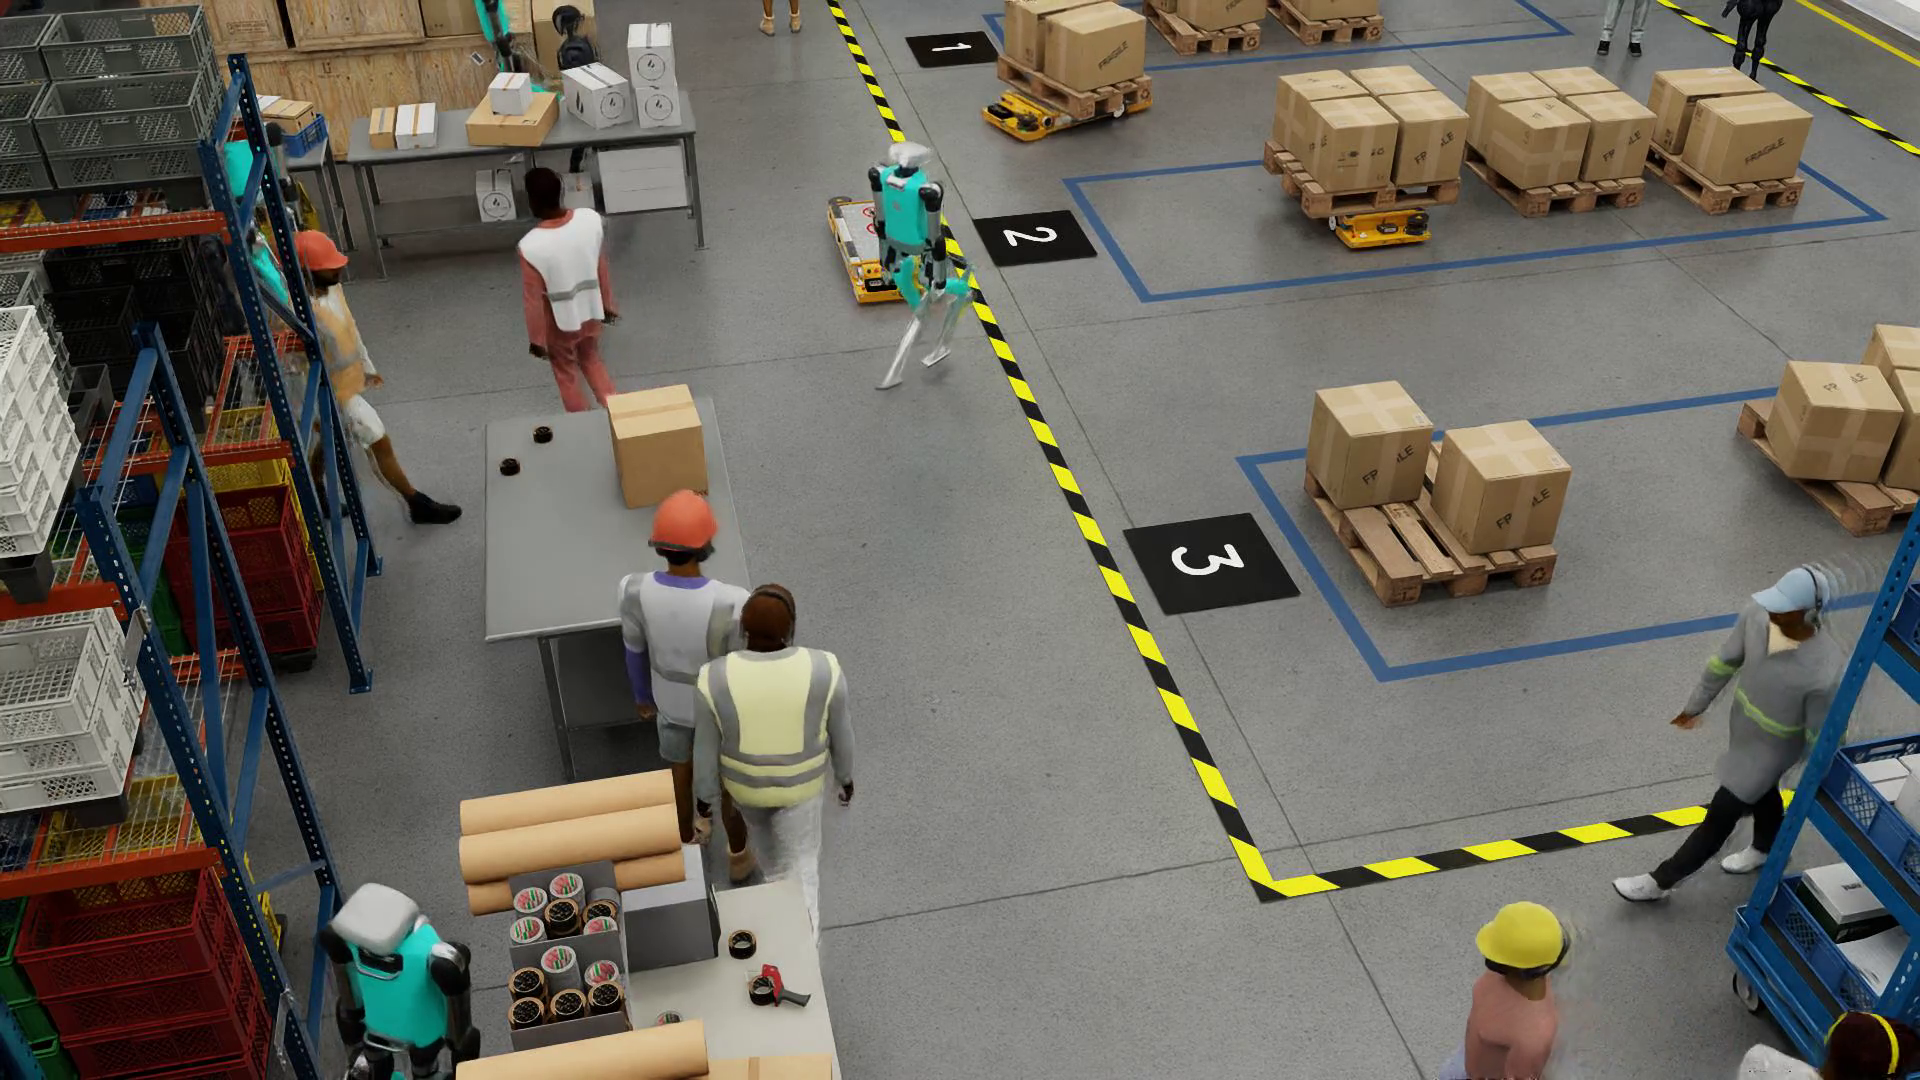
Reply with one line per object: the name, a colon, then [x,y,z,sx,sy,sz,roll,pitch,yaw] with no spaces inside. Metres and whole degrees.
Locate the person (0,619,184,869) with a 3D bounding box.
person: [-4.026,0.790,7.282,0.833,1.706,0.484,-8,37,-11]

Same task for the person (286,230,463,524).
person: [-3.498,-0.893,9.401,0.977,1.887,0.561,-1,37,-2]

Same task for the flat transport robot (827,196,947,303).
flat transport robot: [-0.570,-2.220,12.538,0.659,0.231,1.431,-8,37,-10]

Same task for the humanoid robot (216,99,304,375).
humanoid robot: [-4.466,-1.943,10.939,0.828,1.784,0.615,29,45,33]

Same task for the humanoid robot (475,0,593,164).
humanoid robot: [-3.436,-3.921,13.618,0.917,1.798,0.547,-14,39,-19]

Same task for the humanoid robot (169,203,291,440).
humanoid robot: [-4.557,-1.380,10.225,0.611,1.655,0.322,30,46,34]

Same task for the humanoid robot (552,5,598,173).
humanoid robot: [-2.897,-3.314,12.869,0.767,1.630,0.590,-9,38,-11]

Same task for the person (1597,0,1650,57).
person: [6.400,-5.465,15.586,0.586,1.836,0.404,7,37,9]

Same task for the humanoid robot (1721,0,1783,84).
humanoid robot: [7.176,-4.893,14.936,0.599,1.659,0.315,-14,39,-19]

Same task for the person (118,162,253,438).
person: [-4.756,-1.458,10.203,0.508,1.836,0.351,4,37,6]

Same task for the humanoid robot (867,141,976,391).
humanoid robot: [-0.203,-1.795,10.737,0.546,1.766,0.900,24,43,28]

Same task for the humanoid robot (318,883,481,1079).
humanoid robot: [-1.943,1.983,5.660,0.536,1.728,1.044,11,38,14]

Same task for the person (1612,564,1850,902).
person: [3.392,0.840,7.128,0.946,1.803,0.613,-7,37,-9]

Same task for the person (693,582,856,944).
person: [-0.764,1.015,6.917,0.665,1.798,0.848,0,37,0]

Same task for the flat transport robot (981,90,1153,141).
flat transport robot: [0.959,-3.892,14.761,1.431,0.197,0.652,-23,42,-27]

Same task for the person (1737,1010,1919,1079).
person: [2.567,2.157,5.343,0.702,1.840,0.542,-28,45,-32]

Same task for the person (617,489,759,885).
person: [-1.120,0.661,7.190,0.608,2.036,0.405,9,37,11]

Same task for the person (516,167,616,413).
person: [-2.353,-1.350,10.000,0.462,1.900,0.610,26,44,30]

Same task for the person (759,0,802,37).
person: [-1.807,-5.898,15.997,0.611,2.039,0.386,-10,38,-13]

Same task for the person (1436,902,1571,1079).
person: [1.937,1.882,5.798,0.819,1.735,0.528,2,37,3]

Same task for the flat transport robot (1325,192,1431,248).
flat transport robot: [3.134,-2.740,13.213,0.652,0.197,1.431,-8,37,-10]
